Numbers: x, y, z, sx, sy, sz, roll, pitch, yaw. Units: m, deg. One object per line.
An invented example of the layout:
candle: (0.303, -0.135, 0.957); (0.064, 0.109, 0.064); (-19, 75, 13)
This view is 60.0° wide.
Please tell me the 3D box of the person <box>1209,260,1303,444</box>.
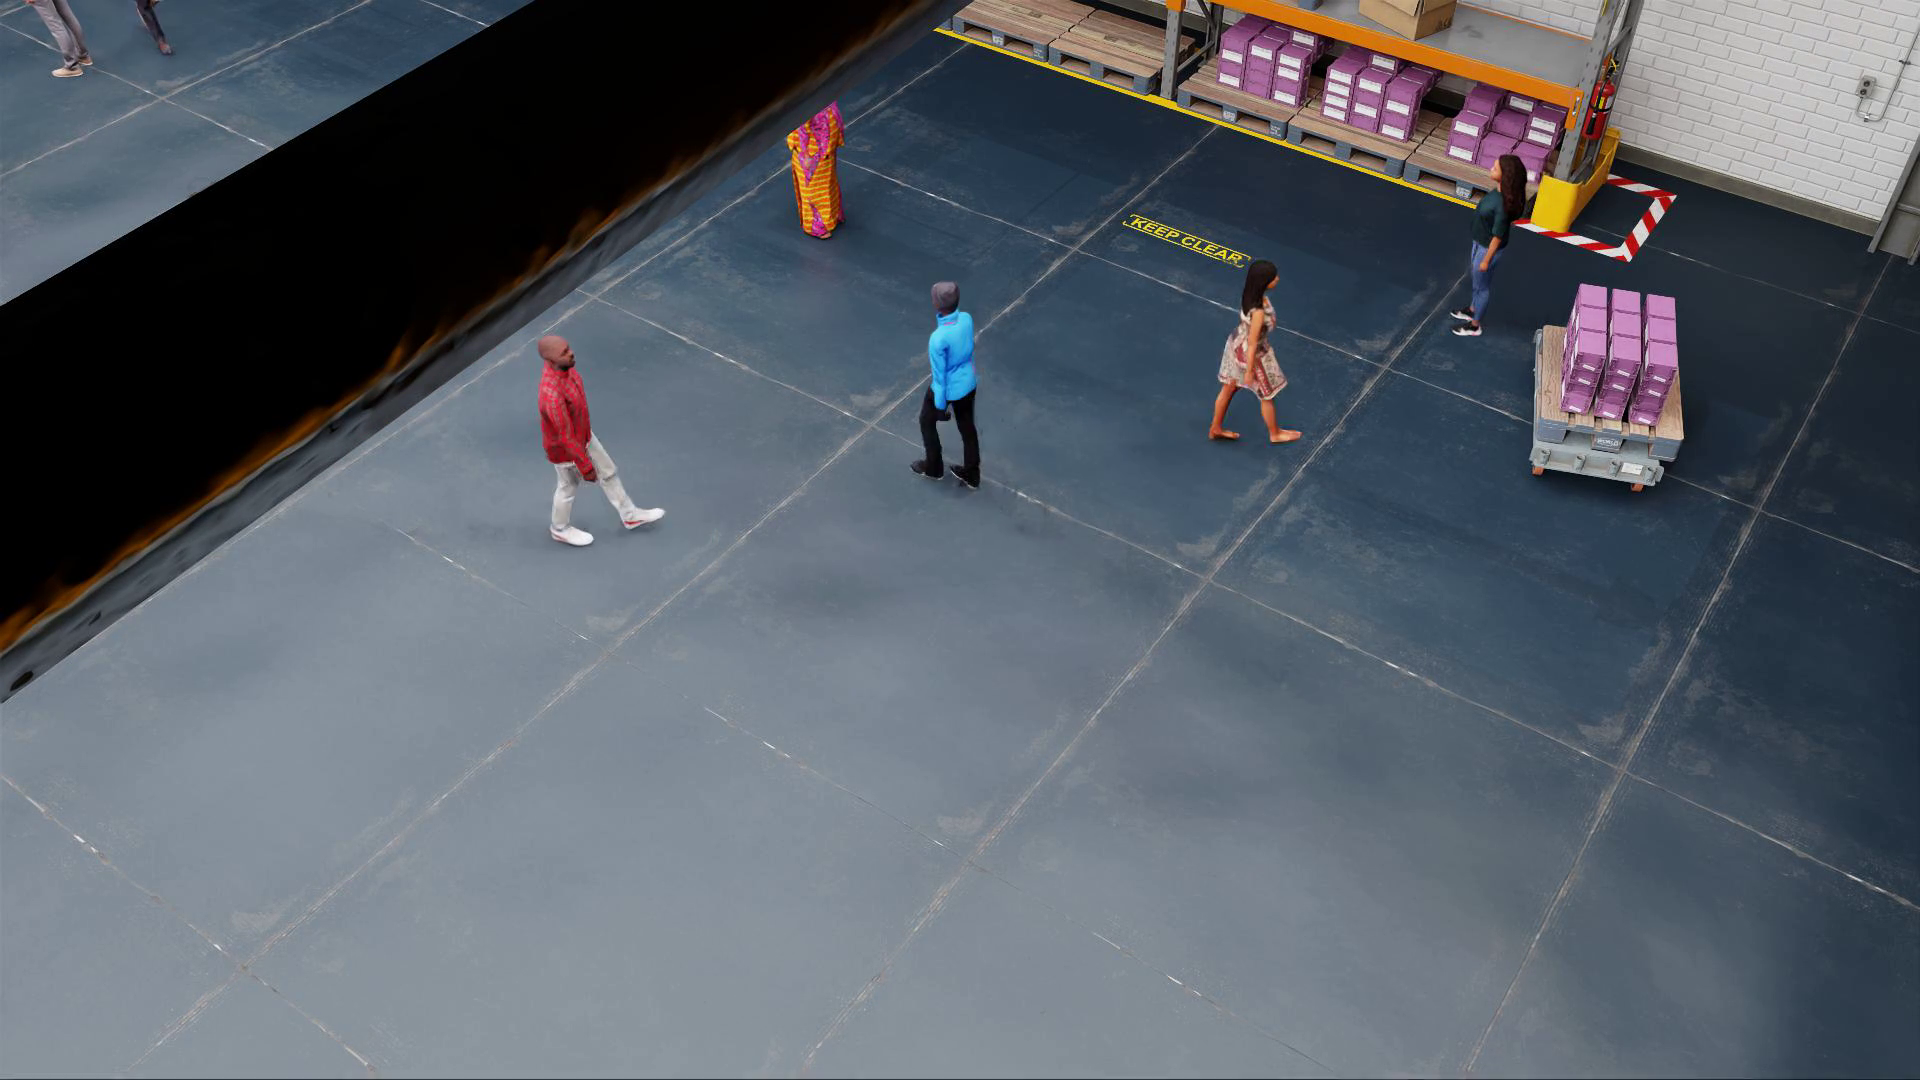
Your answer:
person: (2.065, -1.371, 12.387); (1.042, 1.624, 0.946); (-2, 44, -3)

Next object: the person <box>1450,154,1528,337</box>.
person: (4.288, -2.385, 13.455); (0.711, 1.617, 0.689); (9, 44, 9)

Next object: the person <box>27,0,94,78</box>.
person: (-9.165, -5.594, 16.587); (0.726, 1.944, 0.739); (6, 44, 7)

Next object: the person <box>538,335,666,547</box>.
person: (-2.785, -0.669, 11.528); (1.176, 1.792, 1.029); (1, 44, 1)

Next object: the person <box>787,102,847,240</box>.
person: (-1.234, -3.464, 14.538); (0.700, 1.686, 0.688); (18, 46, 18)

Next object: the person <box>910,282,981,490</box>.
person: (0.029, -1.055, 11.941); (0.777, 1.779, 0.651); (33, 53, 30)
